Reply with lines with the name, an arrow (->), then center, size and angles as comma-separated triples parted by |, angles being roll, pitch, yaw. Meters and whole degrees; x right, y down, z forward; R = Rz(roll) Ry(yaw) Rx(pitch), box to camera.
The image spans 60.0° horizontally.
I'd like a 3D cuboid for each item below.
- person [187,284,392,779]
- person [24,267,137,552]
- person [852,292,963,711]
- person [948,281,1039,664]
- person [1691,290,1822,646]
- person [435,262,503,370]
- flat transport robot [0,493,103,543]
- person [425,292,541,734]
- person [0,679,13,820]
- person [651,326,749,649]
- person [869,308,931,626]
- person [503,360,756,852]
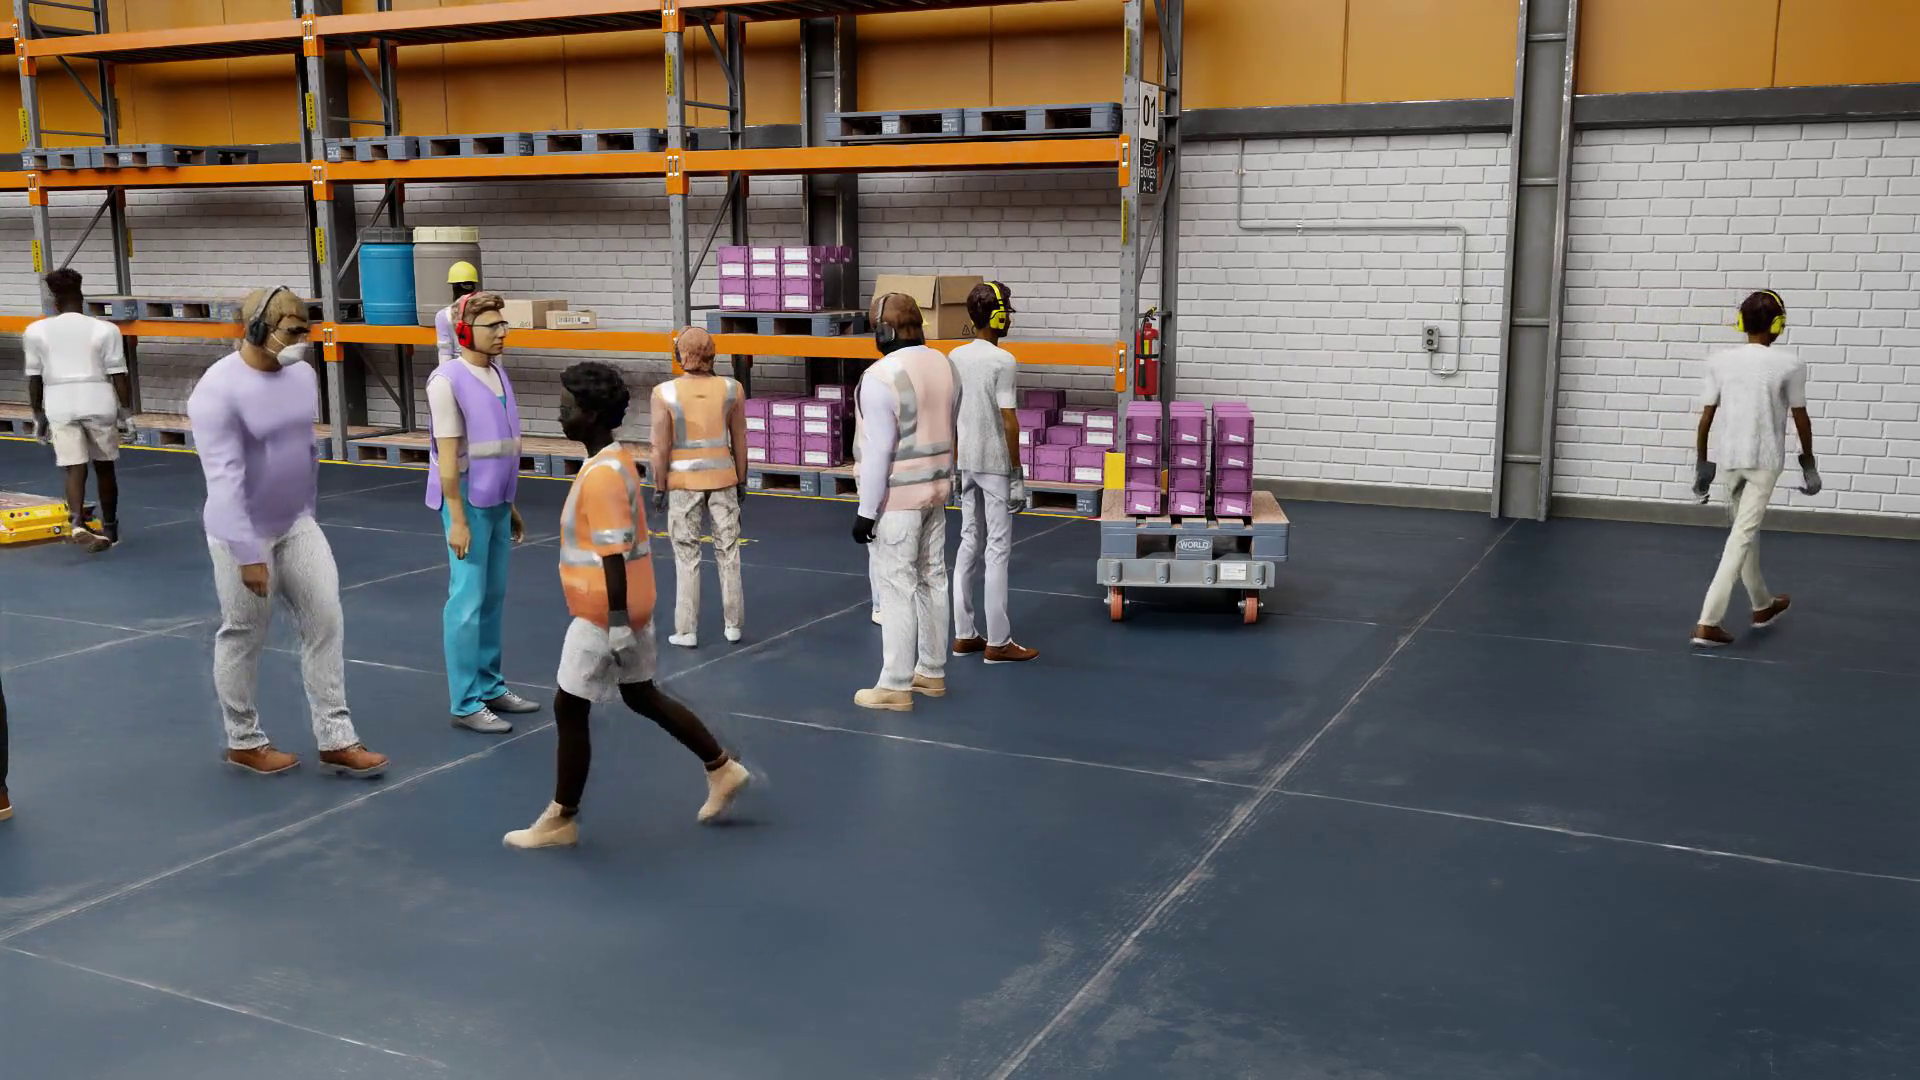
person -> -2.522, 0.003, 6.217 | 0.820, 1.887, 0.649 | 4, 11, 20
person -> -5.837, -0.845, 11.038 | 0.629, 1.924, 0.862 | -4, 11, -21
person -> -0.261, -0.167, 7.356 | 0.429, 1.838, 0.621 | 7, 12, 34
person -> 0.147, -0.328, 8.182 | 0.329, 1.872, 0.508 | -9, 13, -40
person -> 4.126, -0.377, 8.632 | 0.996, 1.812, 0.502 | -7, 12, -34
person -> -3.893, -1.232, 13.187 | 0.366, 1.926, 0.594 | 7, 12, 37
flat transport robot -> -6.855, -0.179, 11.897 | 1.431, 0.197, 0.652 | 6, 12, 32
person -> -2.046, -0.121, 7.058 | 0.388, 1.847, 0.563 | 2, 10, 9
person -> -3.507, 0.054, 5.635 | 0.382, 1.995, 0.612 | -1, 10, -6
person -> -1.317, -0.262, 8.457 | 0.512, 1.642, 0.311 | -5, 11, -25
person -> -0.307, -0.413, 8.951 | 0.301, 1.772, 0.531 | 6, 11, 30
person -> -1.119, 0.221, 5.640 | 0.818, 1.666, 0.541 | -1, 10, -8
